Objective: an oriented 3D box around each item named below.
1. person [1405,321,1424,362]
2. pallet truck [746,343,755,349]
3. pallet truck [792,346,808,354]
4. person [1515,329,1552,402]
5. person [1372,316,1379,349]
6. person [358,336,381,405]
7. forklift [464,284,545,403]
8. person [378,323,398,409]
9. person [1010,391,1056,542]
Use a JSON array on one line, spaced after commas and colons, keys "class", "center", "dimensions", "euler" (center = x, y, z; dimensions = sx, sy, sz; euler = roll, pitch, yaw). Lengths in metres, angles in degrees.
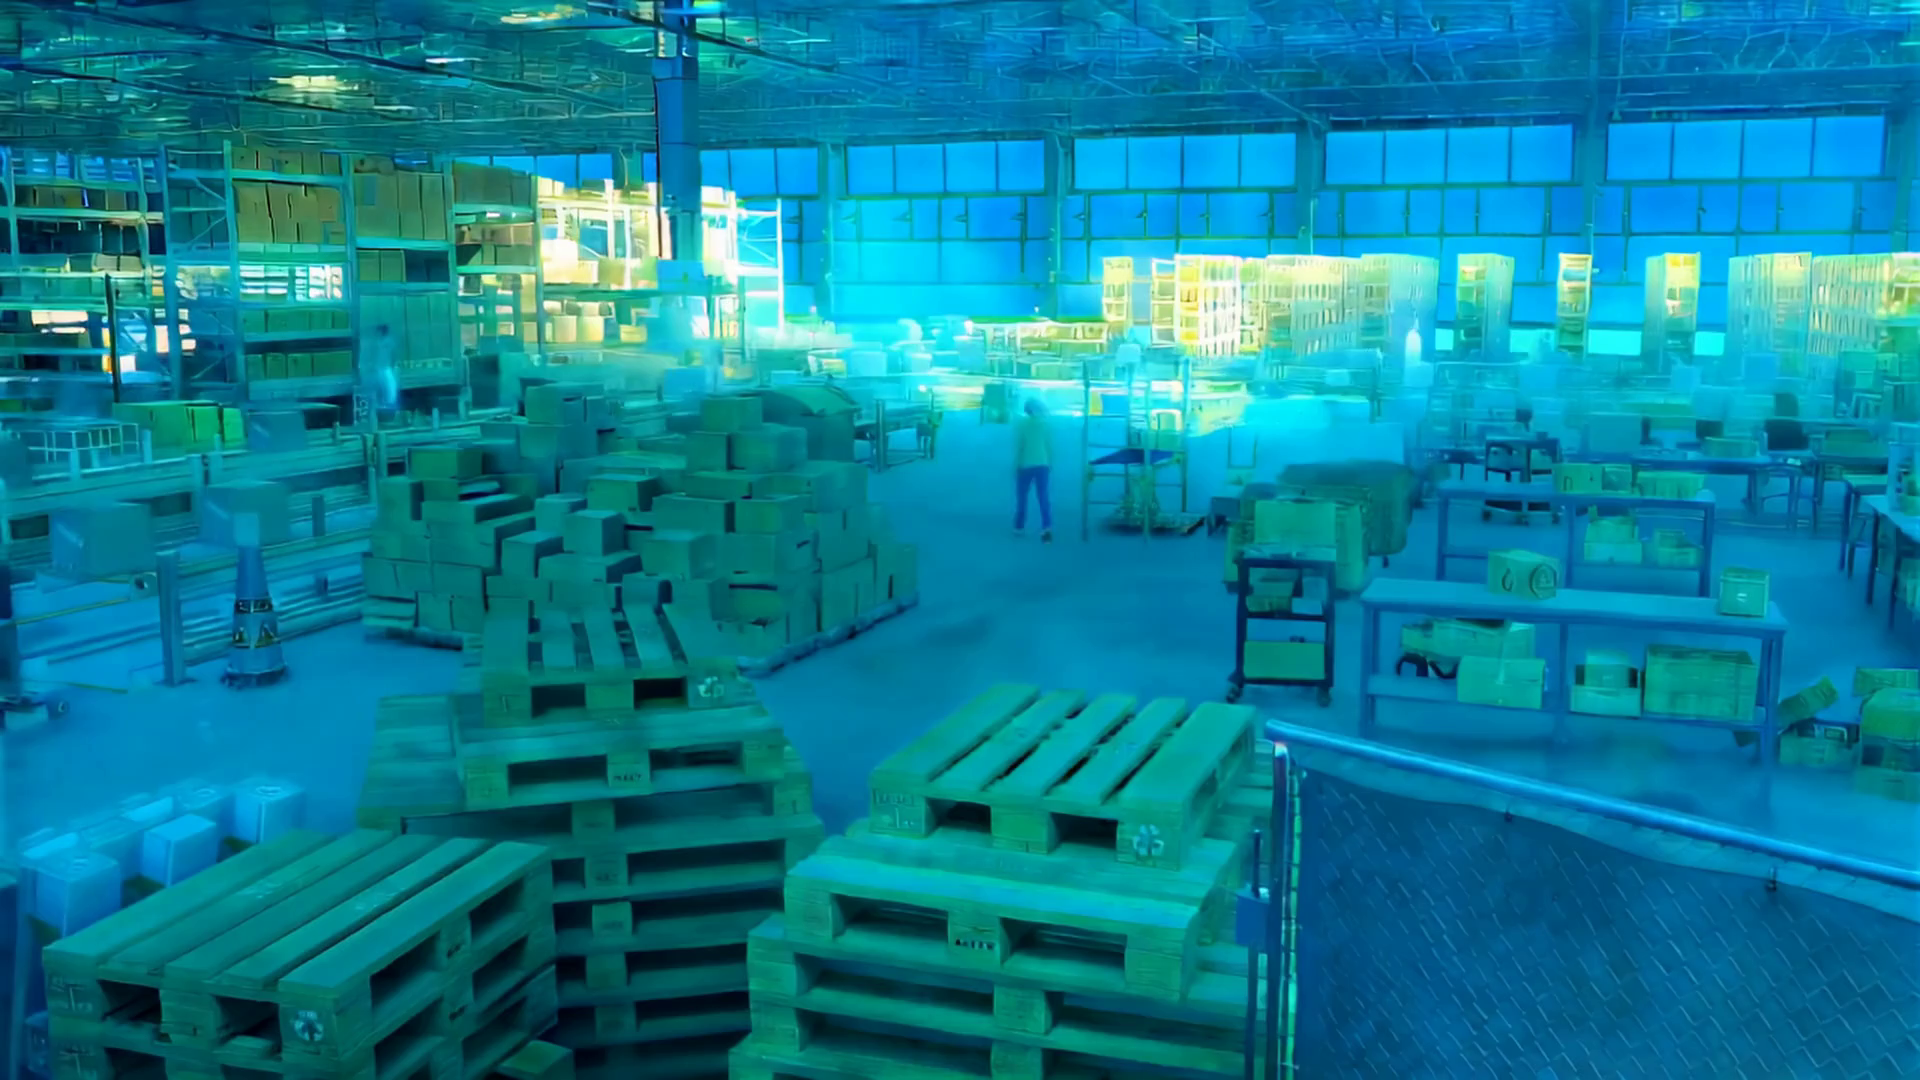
[{"class": "person", "center": [11.596, -4.622, 42.234], "dimensions": [0.675, 1.883, 0.665], "euler": [5, 11, 31]}, {"class": "pallet truck", "center": [-6.183, -4.618, 44.264], "dimensions": [1.601, 1.201, 0.680], "euler": [-9, 12, -43]}, {"class": "pallet truck", "center": [-3.705, -4.298, 42.022], "dimensions": [0.653, 1.274, 1.630], "euler": [3, 10, 20]}, {"class": "person", "center": [13.583, -4.075, 39.149], "dimensions": [0.954, 1.776, 0.631], "euler": [3, 10, 18]}, {"class": "person", "center": [13.118, -6.331, 52.662], "dimensions": [0.415, 1.985, 0.611], "euler": [3, 10, 19]}, {"class": "person", "center": [-13.820, -3.938, 38.758], "dimensions": [0.500, 1.625, 0.381], "euler": [7, 11, 38]}, {"class": "forklift", "center": [-10.832, -4.702, 39.610], "dimensions": [1.129, 2.768, 1.873], "euler": [3, 10, 20]}, {"class": "person", "center": [-13.050, -3.959, 37.896], "dimensions": [0.371, 1.940, 0.627], "euler": [-9, 12, -43]}, {"class": "person", "center": [0.861, -0.847, 19.048], "dimensions": [0.554, 1.719, 0.878], "euler": [-3, 9, -16]}]
